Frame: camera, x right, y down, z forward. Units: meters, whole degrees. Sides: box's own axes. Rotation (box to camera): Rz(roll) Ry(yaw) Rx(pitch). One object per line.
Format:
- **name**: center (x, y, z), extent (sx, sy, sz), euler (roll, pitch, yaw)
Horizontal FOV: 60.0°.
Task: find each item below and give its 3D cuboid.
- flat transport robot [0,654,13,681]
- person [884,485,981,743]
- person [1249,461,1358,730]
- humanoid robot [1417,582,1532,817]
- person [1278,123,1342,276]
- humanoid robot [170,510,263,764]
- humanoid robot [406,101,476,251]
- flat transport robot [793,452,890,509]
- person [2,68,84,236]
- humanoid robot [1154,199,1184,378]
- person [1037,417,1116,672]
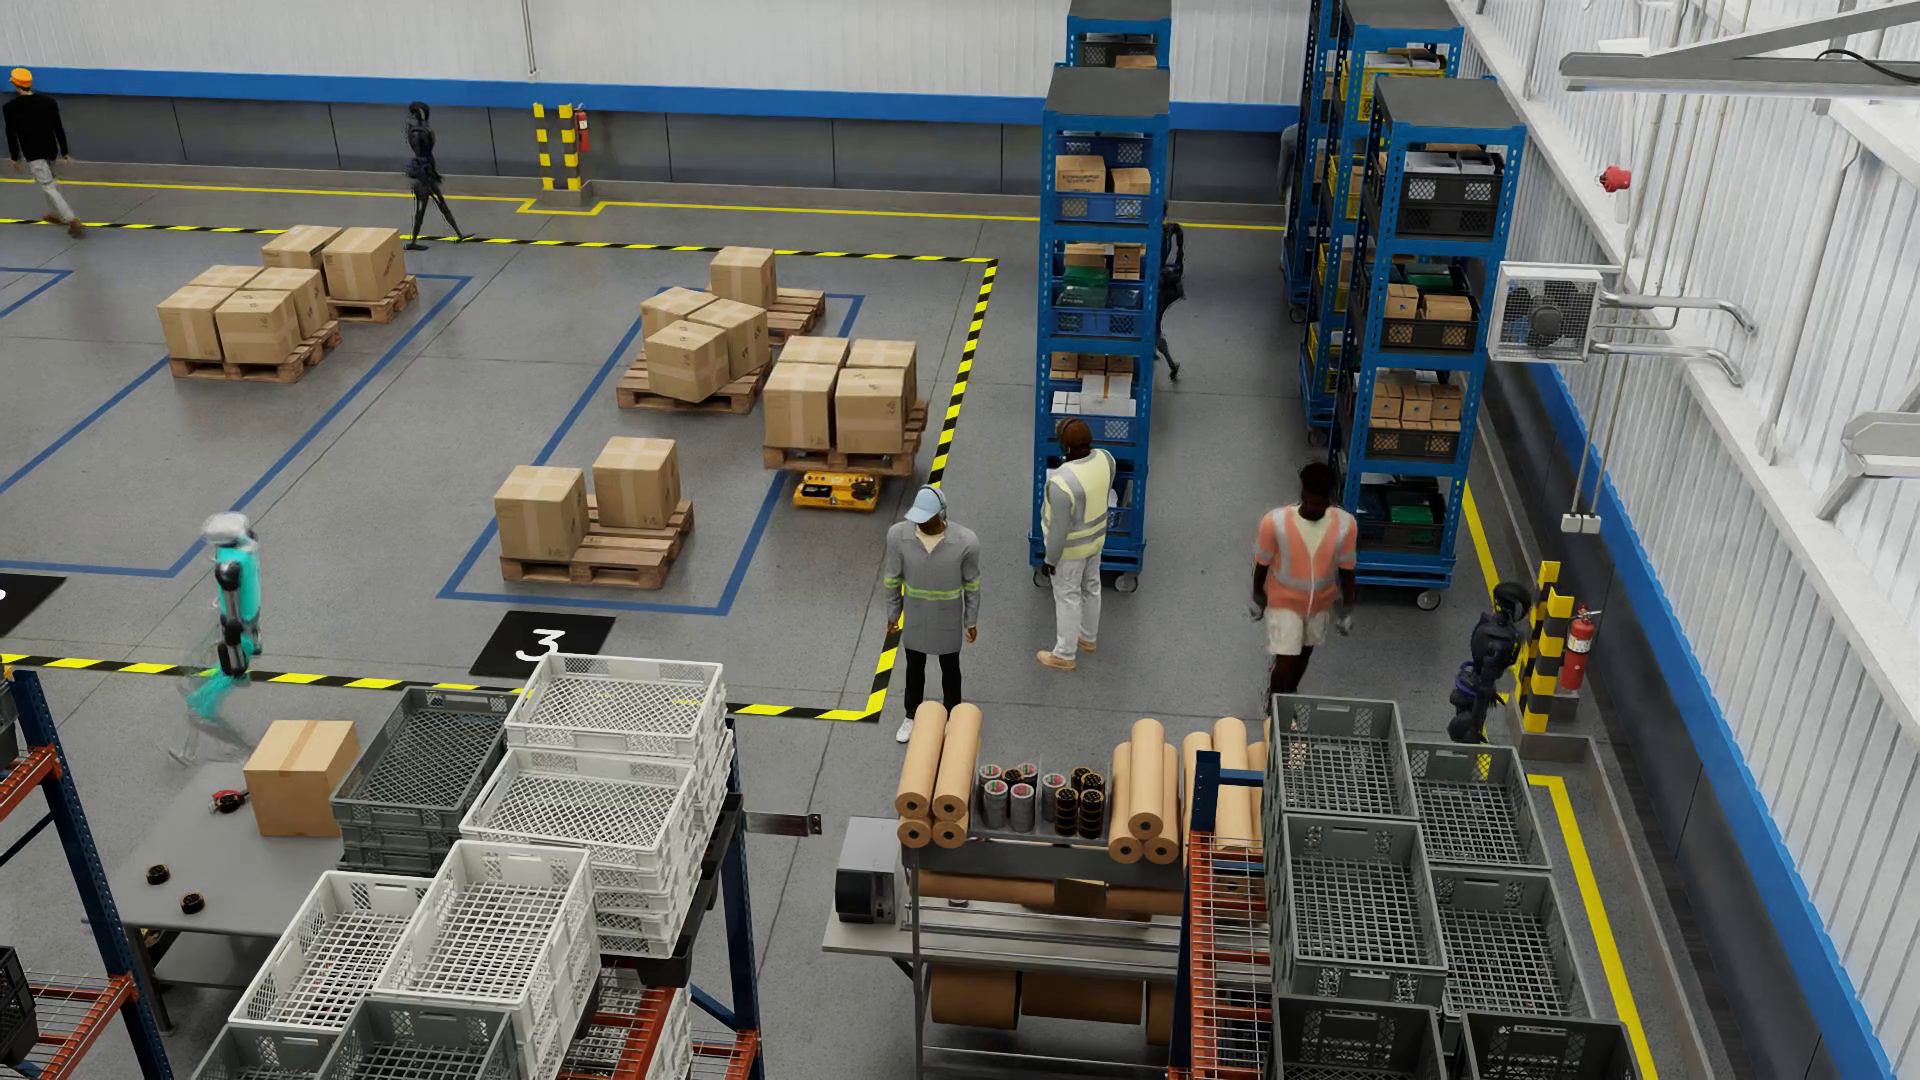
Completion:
- **flat transport robot**: center (-7.142, 0.969, 11.010), extent (1.431, 0.231, 0.659), euler (3, 30, 6)
- **person**: center (-0.176, 0.474, 10.286), extent (0.596, 1.849, 0.388), euler (5, 31, 8)
- **person**: center (2.129, 0.399, 10.312), extent (0.602, 1.939, 0.550), euler (-3, 30, -6)
- **humanoid robot**: center (2.950, 0.943, 9.660), extent (0.466, 1.646, 0.599), euler (13, 33, 21)
- **person**: center (3.615, -3.690, 17.368), extent (0.620, 1.932, 0.372), euler (3, 30, 6)
- **humanoid robot**: center (-4.508, 0.617, 10.021), extent (0.736, 1.678, 0.533), euler (-5, 31, -9)
- **humanoid robot**: center (-5.782, -3.957, 18.106), extent (0.770, 1.621, 0.612), euler (-2, 30, -3)
- **flat transport robot**: center (-0.928, -0.699, 13.846), extent (0.652, 0.197, 1.431), euler (3, 30, 6)
- **person**: center (-10.210, -4.318, 18.522), extent (0.915, 1.849, 0.592), euler (19, 35, 30)
- **humanoid robot**: center (1.896, -2.330, 15.328), extent (0.585, 1.638, 0.744), euler (-16, 34, -26)
- **person**: center (0.747, 0.022, 11.077), extent (0.430, 1.838, 0.618), euler (22, 37, 33)
